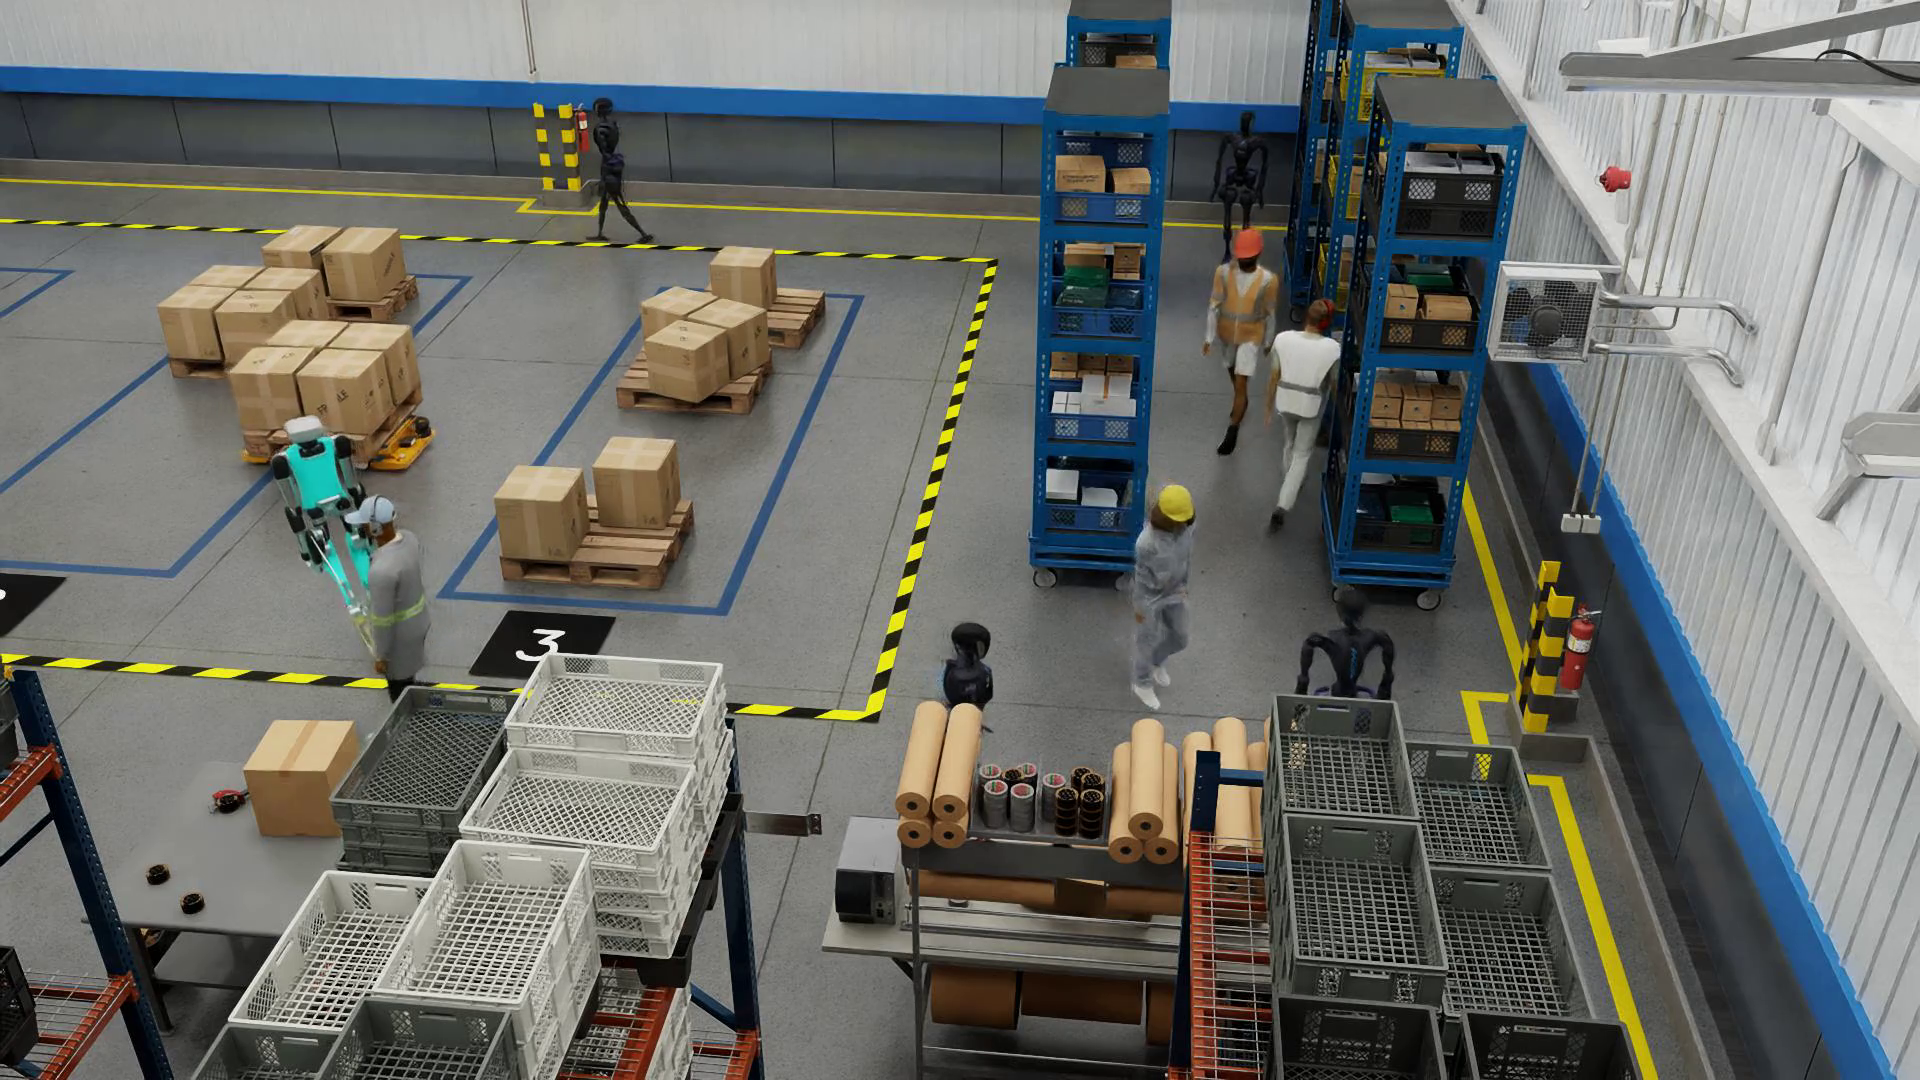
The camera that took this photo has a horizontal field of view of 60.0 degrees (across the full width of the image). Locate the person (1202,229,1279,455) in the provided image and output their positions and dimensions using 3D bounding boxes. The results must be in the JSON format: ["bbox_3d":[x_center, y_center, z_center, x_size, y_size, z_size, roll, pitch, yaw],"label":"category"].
[{"bbox_3d":[2.391,-1.769,14.105,0.544,1.887,1.001,14,33,22],"label":"person"}]

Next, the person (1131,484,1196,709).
[{"bbox_3d":[1.291,0.363,10.613,0.491,1.714,0.482,-17,34,-26],"label":"person"}]

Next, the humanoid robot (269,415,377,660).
[{"bbox_3d":[-4.105,0.053,11.094,0.547,1.702,0.994,-23,37,-33],"label":"humanoid robot"}]

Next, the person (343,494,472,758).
[{"bbox_3d":[-3.407,0.554,10.178,0.538,1.858,0.597,-2,30,-3],"label":"person"}]

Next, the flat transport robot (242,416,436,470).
[{"bbox_3d":[-5.270,-0.861,14.125,1.431,0.197,0.652,3,30,6],"label":"flat transport robot"}]

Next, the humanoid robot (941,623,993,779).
[{"bbox_3d":[0.080,1.135,9.361,0.759,1.630,0.599,-2,30,-3],"label":"humanoid robot"}]

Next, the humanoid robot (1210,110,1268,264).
[{"bbox_3d":[3.000,-3.817,17.833,0.589,1.635,0.502,10,32,16],"label":"humanoid robot"}]

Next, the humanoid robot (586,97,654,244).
[{"bbox_3d":[-3.813,-4.031,18.260,0.781,1.642,0.589,-2,30,-3],"label":"humanoid robot"}]

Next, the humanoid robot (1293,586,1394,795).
[{"bbox_3d":[2.205,1.058,9.502,0.601,1.640,0.566,0,30,1],"label":"humanoid robot"}]

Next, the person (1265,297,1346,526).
[{"bbox_3d":[2.644,-1.002,12.879,0.572,1.805,0.888,16,34,26],"label":"person"}]

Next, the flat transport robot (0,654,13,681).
[{"bbox_3d":[-7.142,0.969,11.010,1.431,0.231,0.659,3,30,6],"label":"flat transport robot"}]
